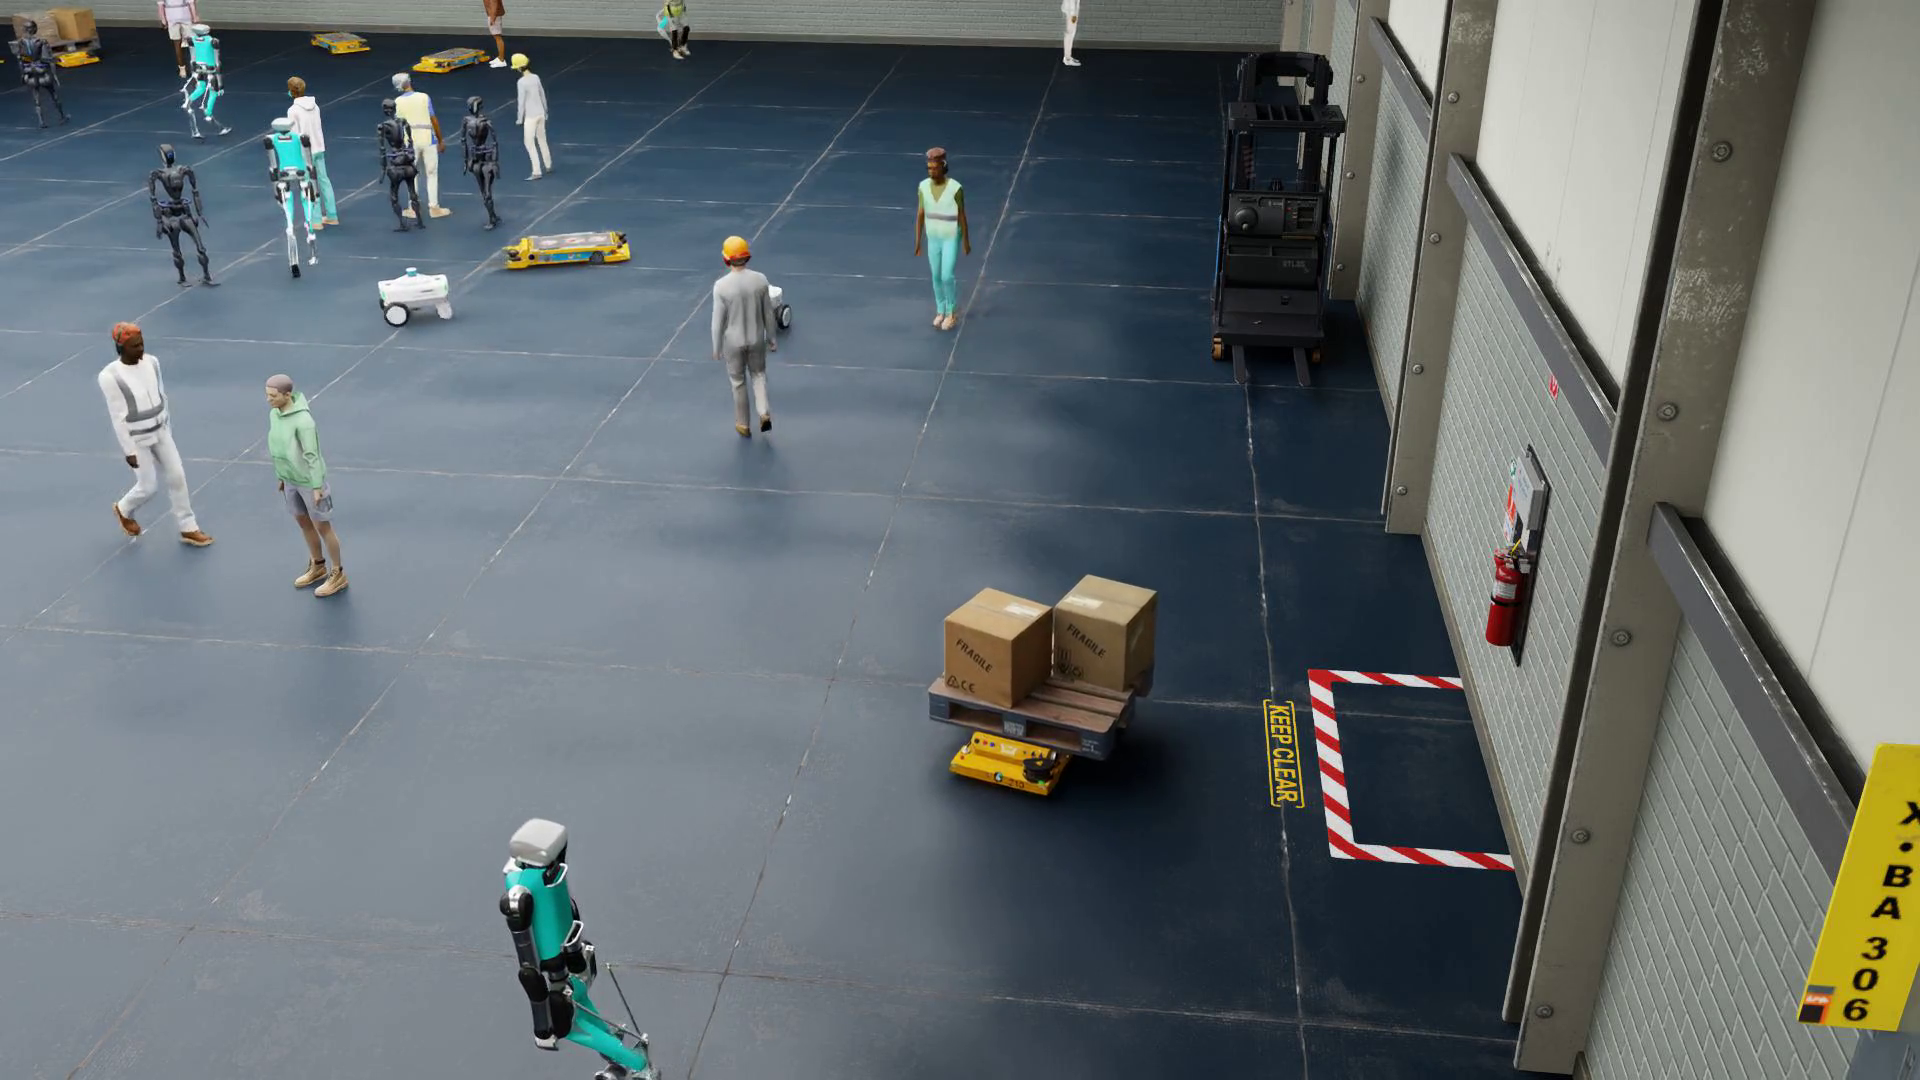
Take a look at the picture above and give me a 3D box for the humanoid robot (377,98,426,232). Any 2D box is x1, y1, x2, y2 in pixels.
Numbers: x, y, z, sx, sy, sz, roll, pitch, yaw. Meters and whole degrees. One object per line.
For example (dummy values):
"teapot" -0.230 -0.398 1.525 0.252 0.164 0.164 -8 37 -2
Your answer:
"humanoid robot" -7.092 -4.745 21.033 0.326 1.652 0.604 13 29 24

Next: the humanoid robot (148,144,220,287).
"humanoid robot" -8.868 -3.671 18.905 0.557 1.639 0.587 21 34 36

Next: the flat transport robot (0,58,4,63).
"flat transport robot" -18.672 -8.970 31.046 1.431 0.231 0.659 9 28 18

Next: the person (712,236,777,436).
"person" -1.926 -1.800 14.930 0.606 1.885 0.474 -12 29 -22

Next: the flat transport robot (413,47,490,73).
"flat transport robot" -9.467 -8.937 30.979 0.659 0.231 1.431 11 29 21

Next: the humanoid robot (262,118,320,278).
"humanoid robot" -7.810 -3.955 19.428 0.548 1.786 0.914 -4 27 -8

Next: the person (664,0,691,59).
"person" -5.358 -9.918 31.390 0.364 1.659 0.608 18 32 31

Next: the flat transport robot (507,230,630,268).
"flat transport robot" -4.749 -3.520 20.166 1.431 0.231 0.659 -6 27 -12

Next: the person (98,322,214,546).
"person" -6.386 -0.815 12.982 0.714 1.864 0.591 10 28 19

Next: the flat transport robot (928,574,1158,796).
"flat transport robot" 0.522 1.151 10.841 0.659 0.231 1.431 11 29 21

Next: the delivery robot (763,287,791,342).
"delivery robot" -2.156 -2.456 17.739 0.499 0.609 0.780 9 28 18

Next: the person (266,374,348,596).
"person" -4.869 -0.419 12.342 0.465 1.733 0.327 15 30 28

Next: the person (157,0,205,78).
"person" -14.024 -9.368 29.865 0.613 2.038 0.393 -11 29 -20

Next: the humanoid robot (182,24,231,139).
"humanoid robot" -11.580 -6.897 25.325 0.547 1.761 1.040 6 27 12

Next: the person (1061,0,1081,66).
"person" 2.077 -9.806 30.924 0.398 1.874 0.500 1 27 1

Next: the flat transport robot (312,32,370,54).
"flat transport robot" -12.141 -9.735 32.573 0.659 0.231 1.431 -19 32 -33

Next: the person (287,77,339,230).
"person" -8.254 -4.909 21.120 0.361 1.909 0.480 11 29 20

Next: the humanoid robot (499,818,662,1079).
"humanoid robot" -1.595 2.052 7.430 0.770 1.810 0.540 3 27 6

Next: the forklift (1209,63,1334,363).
"forklift" 3.241 -3.477 17.183 1.129 2.768 1.873 3 27 6

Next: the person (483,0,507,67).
"person" -8.619 -9.725 30.787 0.397 1.850 0.774 -8 28 -15

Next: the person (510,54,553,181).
"person" -6.039 -6.004 23.506 0.360 1.729 0.771 6 27 11

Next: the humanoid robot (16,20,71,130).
"humanoid robot" -14.582 -7.394 26.355 0.608 1.635 0.696 -1 27 -2

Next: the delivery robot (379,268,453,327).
"delivery robot" -5.964 -2.654 18.139 0.818 0.614 0.499 -10 28 -20

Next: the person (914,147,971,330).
"person" -0.194 -3.175 17.598 0.569 1.953 0.632 10 28 19

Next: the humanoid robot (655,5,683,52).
"humanoid robot" -5.554 -10.156 31.625 0.735 1.677 0.533 -5 27 -10

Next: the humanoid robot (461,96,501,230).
"humanoid robot" -6.093 -4.813 21.177 0.597 1.648 0.511 12 29 22

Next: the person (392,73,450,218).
"person" -7.025 -5.076 21.503 0.670 1.865 0.379 -2 27 -5

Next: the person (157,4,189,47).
"person" -15.376 -10.639 32.573 0.553 1.878 0.684 14 30 25

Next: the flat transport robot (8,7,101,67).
"flat transport robot" -16.971 -9.122 31.348 1.431 0.231 0.659 15 30 27
